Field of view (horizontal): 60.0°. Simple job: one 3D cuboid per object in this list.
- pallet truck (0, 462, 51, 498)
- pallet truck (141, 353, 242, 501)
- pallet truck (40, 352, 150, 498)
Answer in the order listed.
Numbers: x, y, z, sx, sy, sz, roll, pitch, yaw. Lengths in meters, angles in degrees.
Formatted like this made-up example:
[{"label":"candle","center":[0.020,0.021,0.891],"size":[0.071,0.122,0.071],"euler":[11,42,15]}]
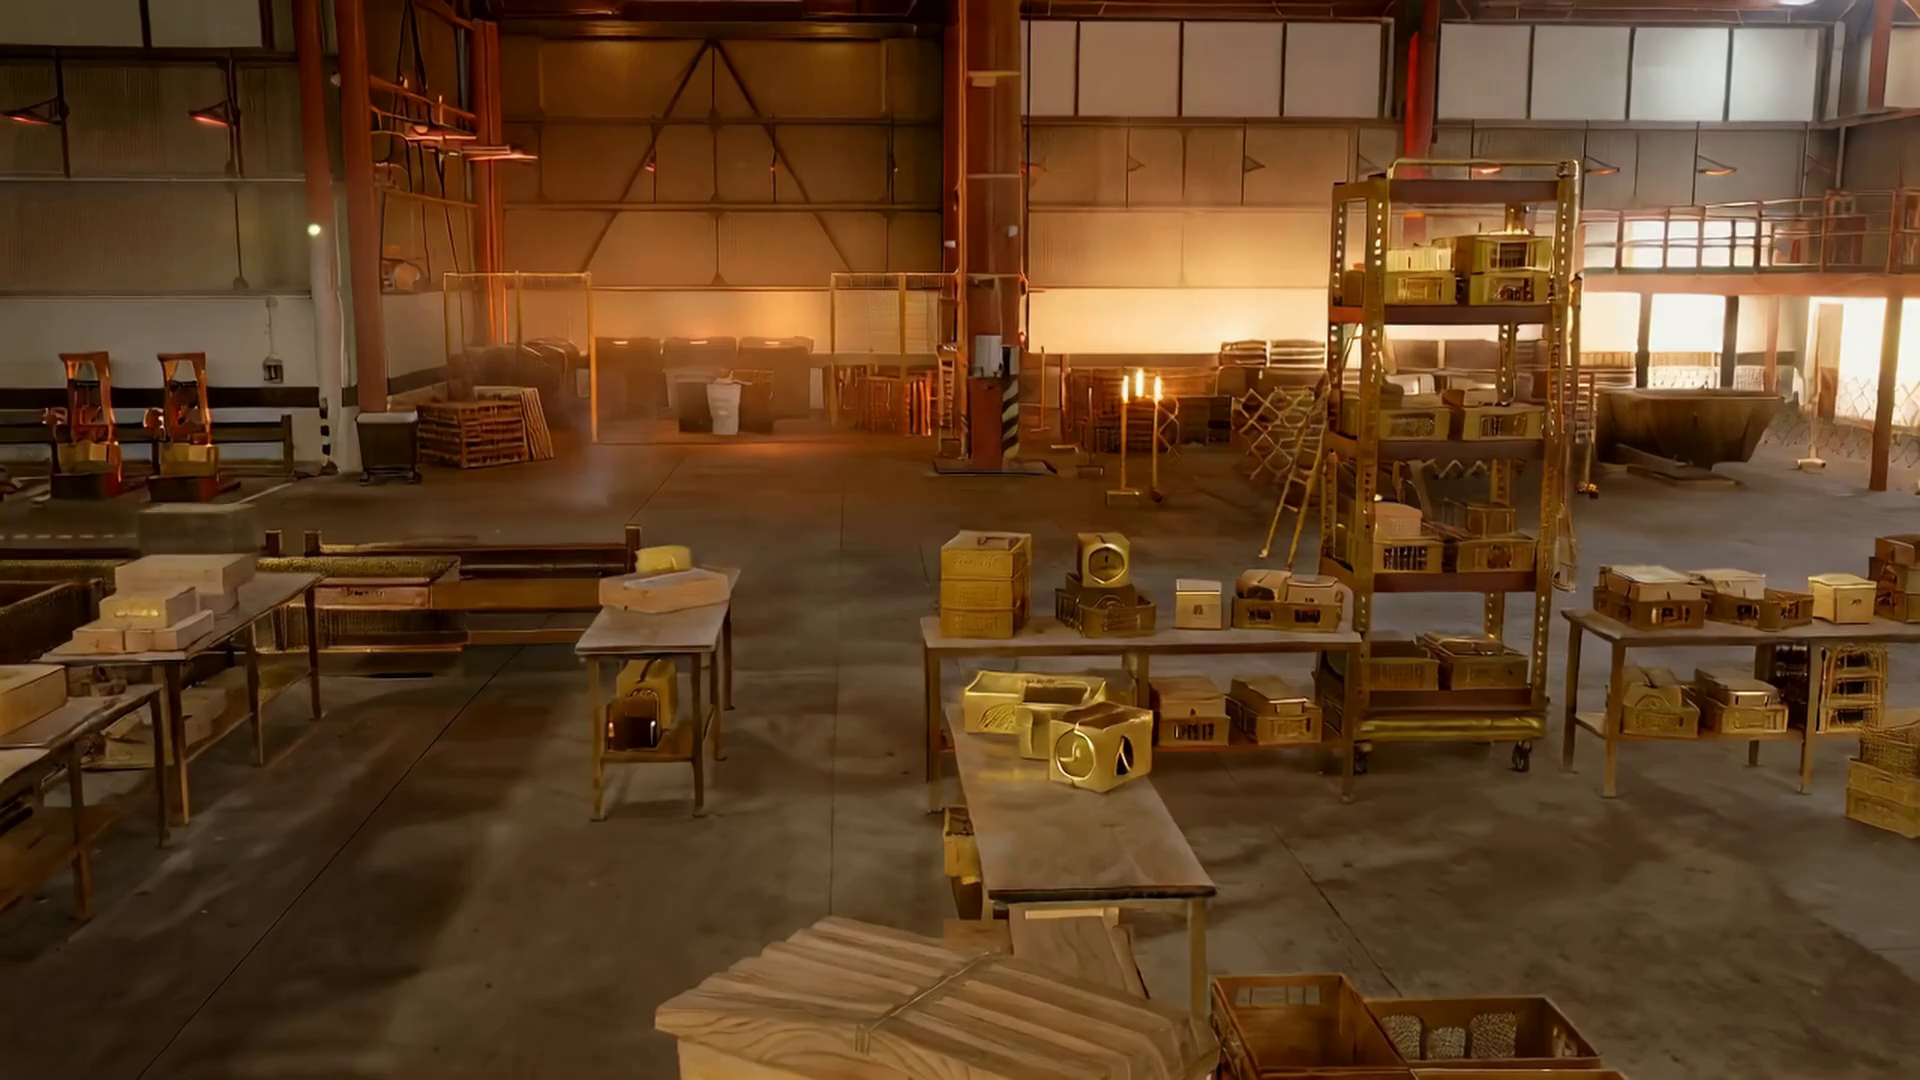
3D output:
[{"label":"pallet truck","center":[-13.193,-1.293,23.148],"size":[0.653,1.274,1.630],"euler":[-1,9,-4]},{"label":"pallet truck","center":[-10.520,-1.604,22.925],"size":[0.823,1.965,1.885],"euler":[-1,9,-6]},{"label":"pallet truck","center":[-11.907,-1.642,23.165],"size":[0.823,1.965,1.885],"euler":[0,9,0]}]
